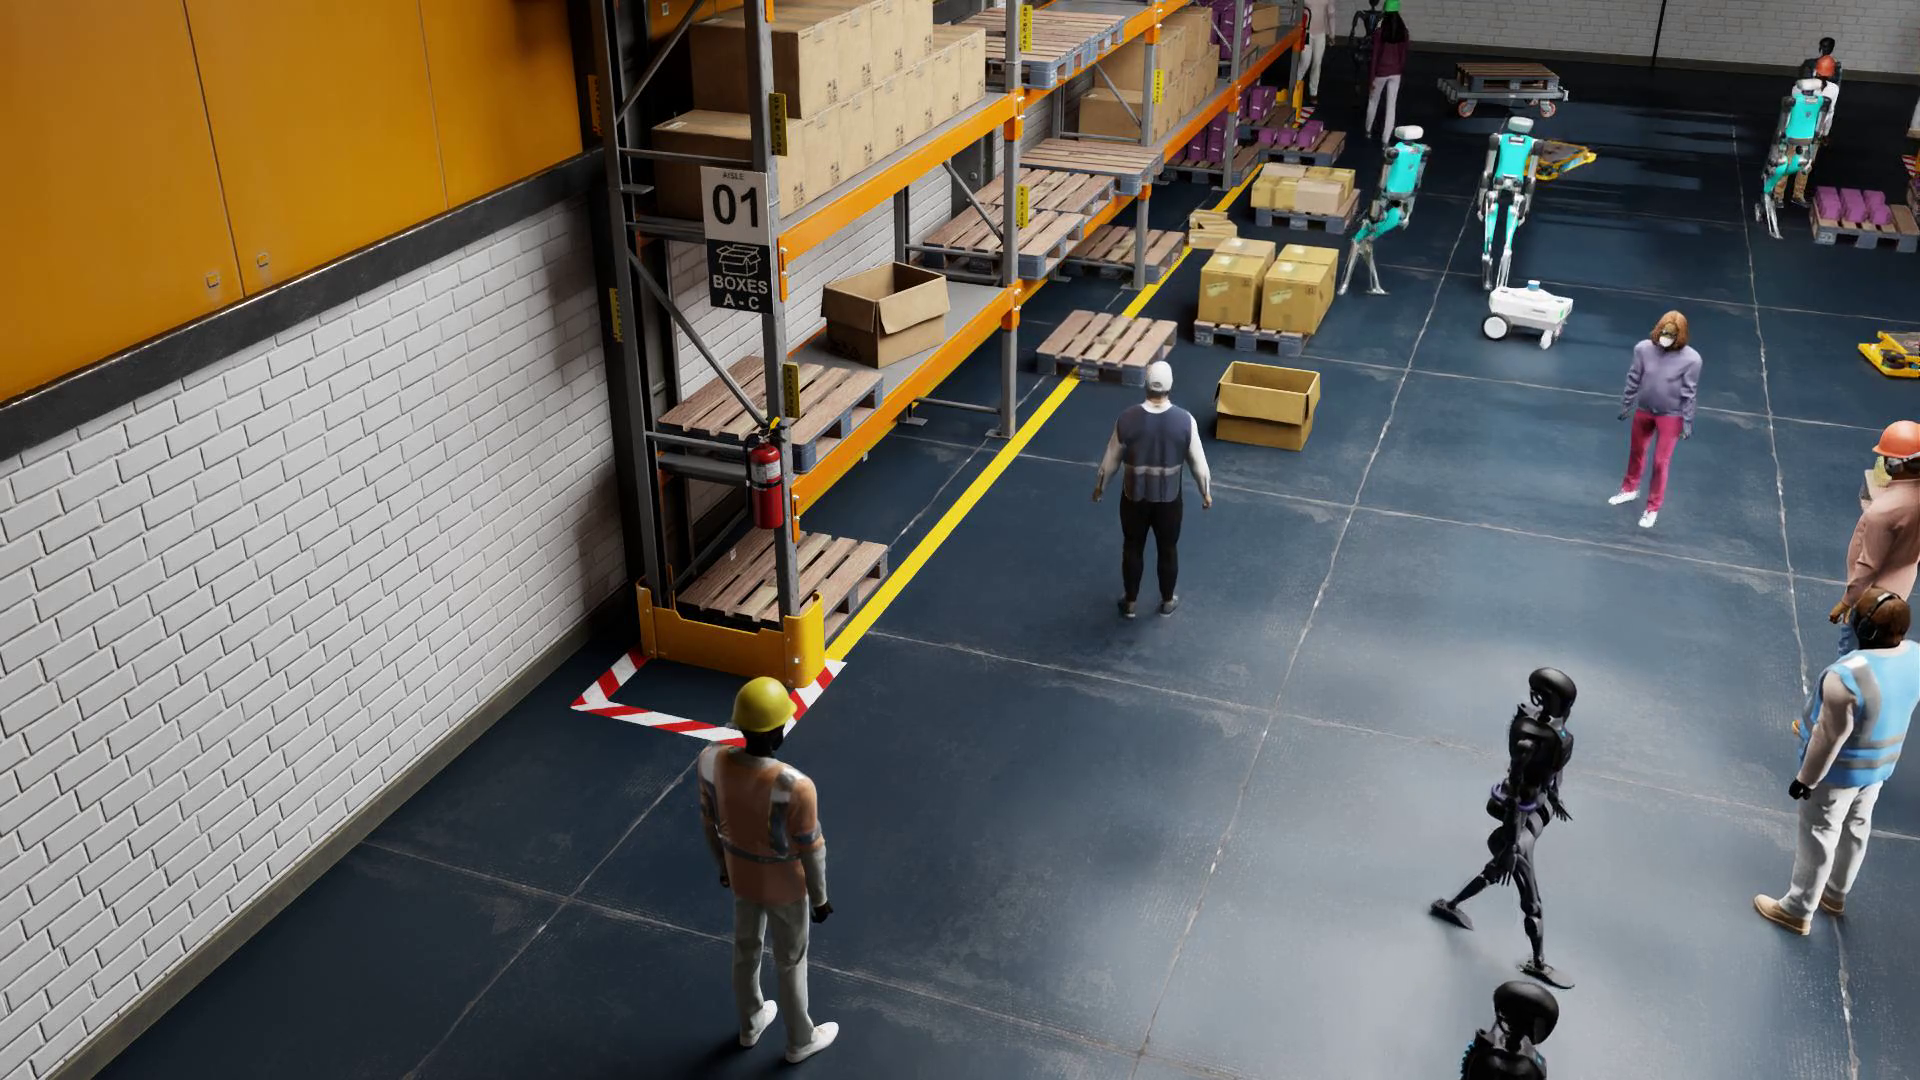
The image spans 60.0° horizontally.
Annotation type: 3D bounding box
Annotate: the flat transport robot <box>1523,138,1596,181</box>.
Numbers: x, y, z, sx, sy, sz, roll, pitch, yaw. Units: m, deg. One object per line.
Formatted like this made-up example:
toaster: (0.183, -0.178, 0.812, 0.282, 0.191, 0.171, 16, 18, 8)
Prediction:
flat transport robot: (7.470, -4.829, 21.118, 0.659, 0.231, 1.431, 22, 35, 36)

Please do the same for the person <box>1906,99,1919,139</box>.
person: (13.170, -6.301, 22.293, 0.678, 1.810, 0.432, -1, 27, -3)

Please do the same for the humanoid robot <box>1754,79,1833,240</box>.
humanoid robot: (9.137, -4.311, 18.546, 0.532, 1.775, 0.998, -1, 27, -2)

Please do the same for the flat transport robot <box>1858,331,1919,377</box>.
flat transport robot: (8.948, -1.641, 14.933, 1.431, 0.231, 0.659, 3, 27, 6)

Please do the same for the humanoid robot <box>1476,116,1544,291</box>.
humanoid robot: (5.357, -3.185, 16.365, 0.560, 1.797, 0.933, 8, 28, 15)

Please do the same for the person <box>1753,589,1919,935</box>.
person: (4.223, 1.065, 7.971, 0.622, 1.843, 0.431, -13, 30, -24)

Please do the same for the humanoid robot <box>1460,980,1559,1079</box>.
humanoid robot: (1.870, 2.221, 5.956, 0.784, 1.622, 0.596, 7, 28, 14)

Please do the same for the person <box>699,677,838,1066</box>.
person: (-0.818, 1.433, 7.164, 0.586, 1.927, 0.367, 13, 30, 24)

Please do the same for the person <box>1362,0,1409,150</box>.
person: (5.633, -6.199, 22.000, 0.495, 1.900, 0.998, 3, 27, 5)

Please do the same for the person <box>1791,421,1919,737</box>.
person: (5.136, 0.265, 9.367, 0.610, 1.984, 0.389, -18, 32, -31)

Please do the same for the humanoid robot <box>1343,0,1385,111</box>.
humanoid robot: (5.804, -6.992, 23.778, 0.593, 1.652, 0.343, 2, 27, 4)

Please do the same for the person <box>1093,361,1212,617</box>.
person: (1.243, -0.315, 10.735, 0.769, 1.756, 0.444, 2, 27, 5)

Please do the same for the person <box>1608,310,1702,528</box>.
person: (5.037, -0.897, 12.027, 0.594, 1.610, 0.569, -24, 36, -39)

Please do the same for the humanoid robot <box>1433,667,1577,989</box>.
humanoid robot: (2.647, 1.281, 7.797, 0.773, 1.636, 0.609, 21, 34, 34)

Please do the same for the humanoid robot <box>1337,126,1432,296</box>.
humanoid robot: (4.125, -3.280, 16.500, 0.612, 1.766, 0.860, -13, 30, -23)

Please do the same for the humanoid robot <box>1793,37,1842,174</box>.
humanoid robot: (10.610, -5.399, 20.688, 0.350, 1.651, 0.601, -22, 34, -36)

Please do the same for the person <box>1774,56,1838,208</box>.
person: (9.859, -4.740, 19.331, 0.560, 1.743, 0.334, -2, 27, -5)

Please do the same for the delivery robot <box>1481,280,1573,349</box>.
delivery robot: (5.300, -2.132, 15.589, 0.781, 0.609, 0.499, 16, 31, 28)

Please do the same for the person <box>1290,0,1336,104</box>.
person: (5.115, -7.311, 24.127, 0.649, 1.922, 0.449, -8, 28, -16)
